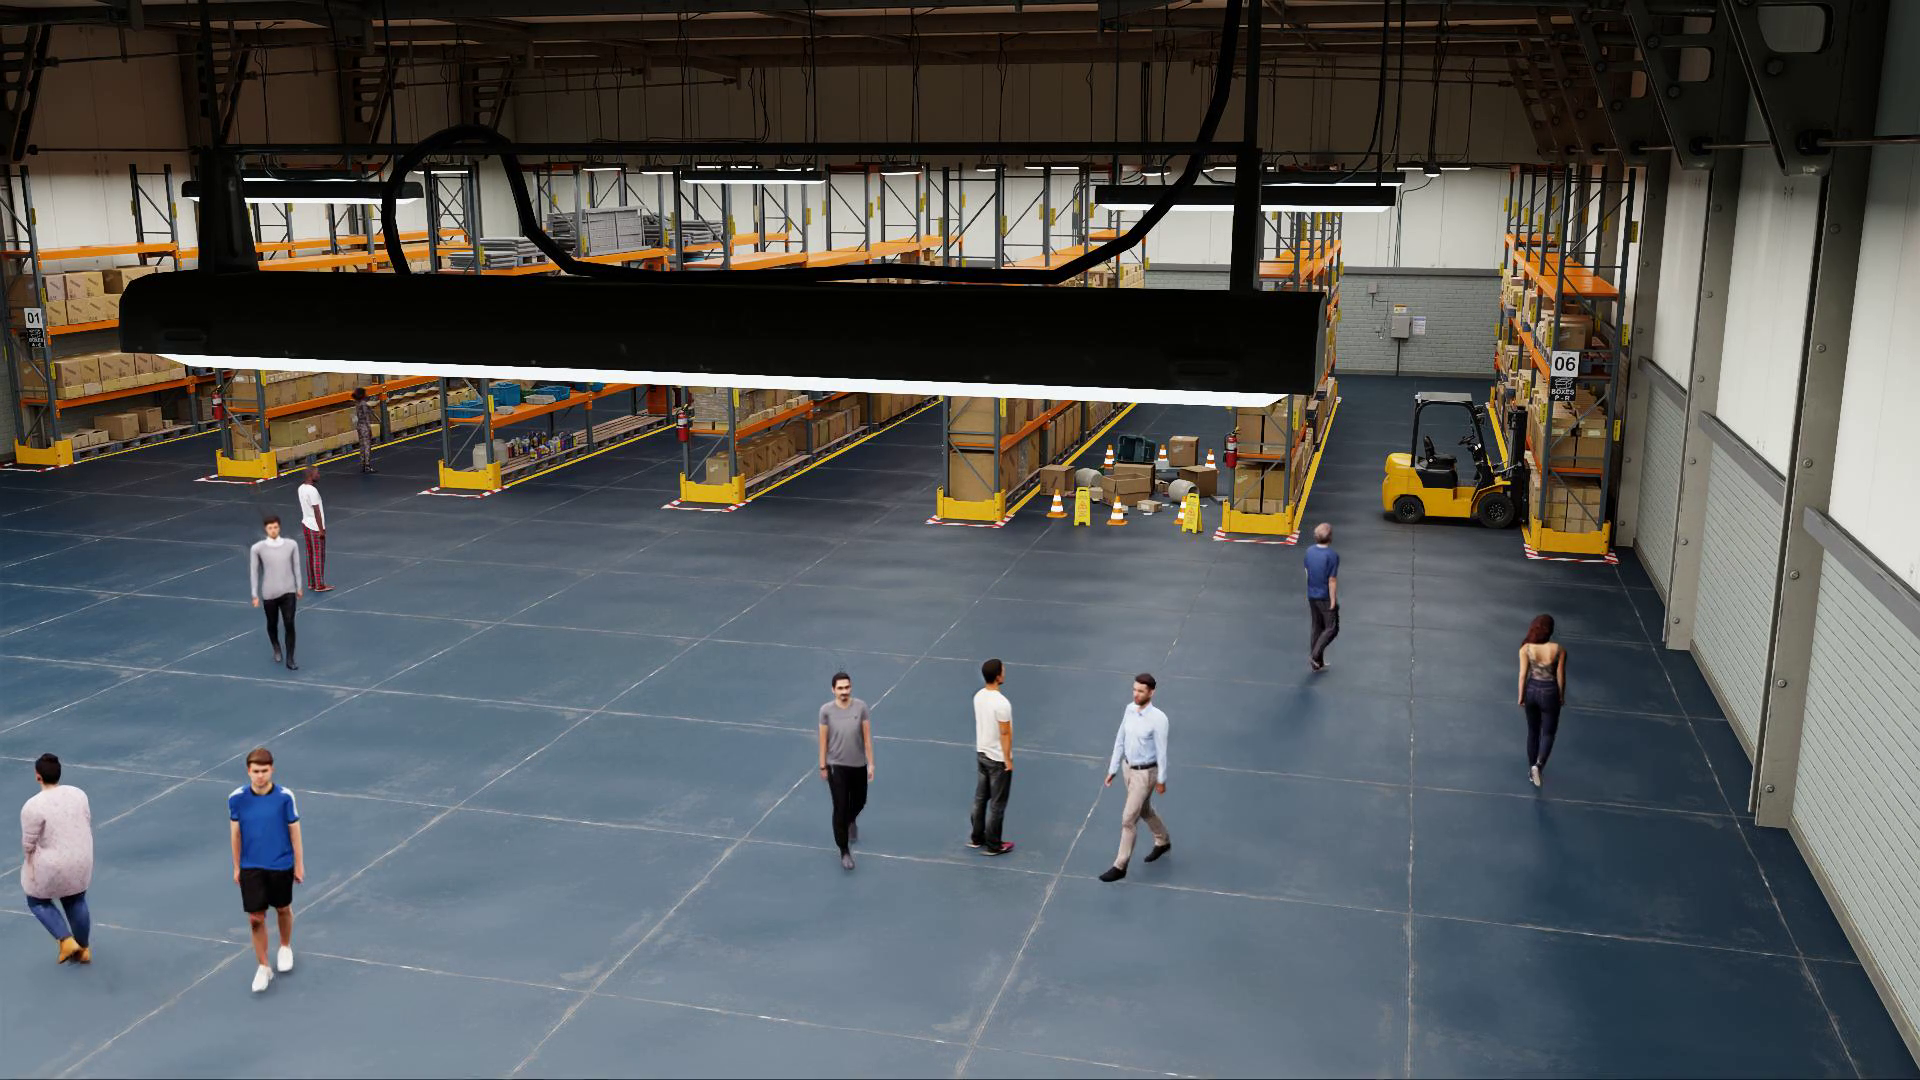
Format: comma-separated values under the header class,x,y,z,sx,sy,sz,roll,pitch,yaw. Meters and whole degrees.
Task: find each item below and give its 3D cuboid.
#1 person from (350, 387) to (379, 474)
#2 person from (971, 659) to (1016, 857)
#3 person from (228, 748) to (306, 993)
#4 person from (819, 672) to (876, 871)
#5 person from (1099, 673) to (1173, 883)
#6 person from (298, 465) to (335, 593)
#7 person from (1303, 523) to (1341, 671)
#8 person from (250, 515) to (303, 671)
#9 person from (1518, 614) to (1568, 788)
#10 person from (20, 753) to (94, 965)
class,x,y,z,sx,sy,sz,roll,pitch,yaw
person,-11.875,-2.195,33.135,0.729,1.708,0.686,-11,17,-40
person,0.289,1.949,15.027,0.753,1.803,0.705,-8,15,-32
person,-5.303,2.453,12.773,0.937,1.839,1.046,-4,14,-17
person,-1.021,2.006,14.944,0.971,1.729,1.183,-3,13,-14
person,1.634,2.044,14.600,1.251,1.810,1.125,-9,16,-34
person,-9.394,-0.180,24.152,0.723,1.834,0.732,-12,18,-42
person,4.341,0.725,20.192,0.935,1.858,0.867,-11,17,-40
person,-8.421,0.614,20.526,1.234,1.924,1.314,-7,15,-26
person,5.786,1.626,16.536,0.731,1.752,1.014,6,14,24
person,-6.913,2.491,12.843,0.848,1.733,0.741,9,16,33
